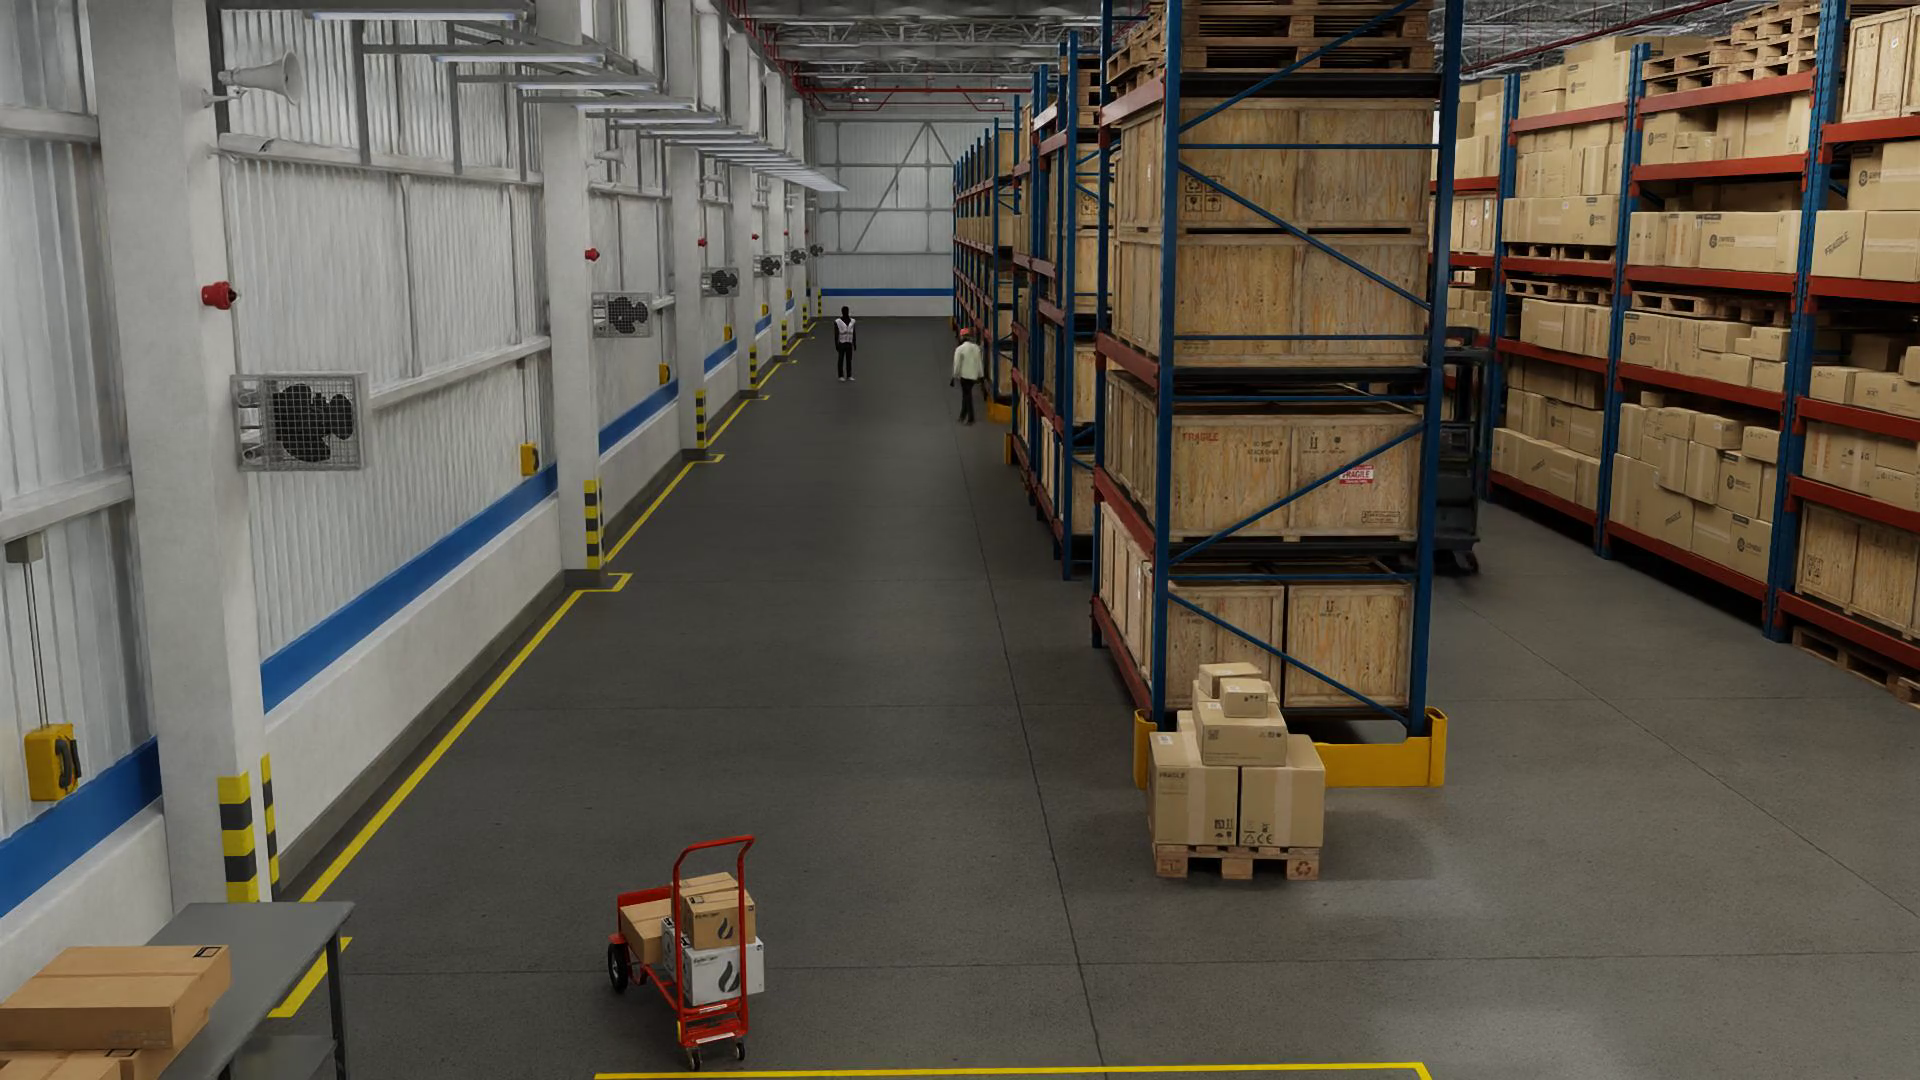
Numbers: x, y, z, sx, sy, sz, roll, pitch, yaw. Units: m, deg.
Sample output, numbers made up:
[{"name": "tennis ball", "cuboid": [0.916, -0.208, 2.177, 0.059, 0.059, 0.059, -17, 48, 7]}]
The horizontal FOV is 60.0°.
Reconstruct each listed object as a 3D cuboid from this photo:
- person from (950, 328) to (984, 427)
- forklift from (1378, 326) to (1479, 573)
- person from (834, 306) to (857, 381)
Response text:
[{"name": "person", "cuboid": [0.101, -3.243, 33.166, 0.728, 1.934, 0.890, -10, 15, -41]}, {"name": "forklift", "cuboid": [5.623, -1.161, 19.891, 1.129, 2.768, 1.873, 2, 11, 12]}, {"name": "person", "cuboid": [-2.932, -5.010, 42.454, 0.586, 1.913, 0.397, -7, 13, -31]}]
